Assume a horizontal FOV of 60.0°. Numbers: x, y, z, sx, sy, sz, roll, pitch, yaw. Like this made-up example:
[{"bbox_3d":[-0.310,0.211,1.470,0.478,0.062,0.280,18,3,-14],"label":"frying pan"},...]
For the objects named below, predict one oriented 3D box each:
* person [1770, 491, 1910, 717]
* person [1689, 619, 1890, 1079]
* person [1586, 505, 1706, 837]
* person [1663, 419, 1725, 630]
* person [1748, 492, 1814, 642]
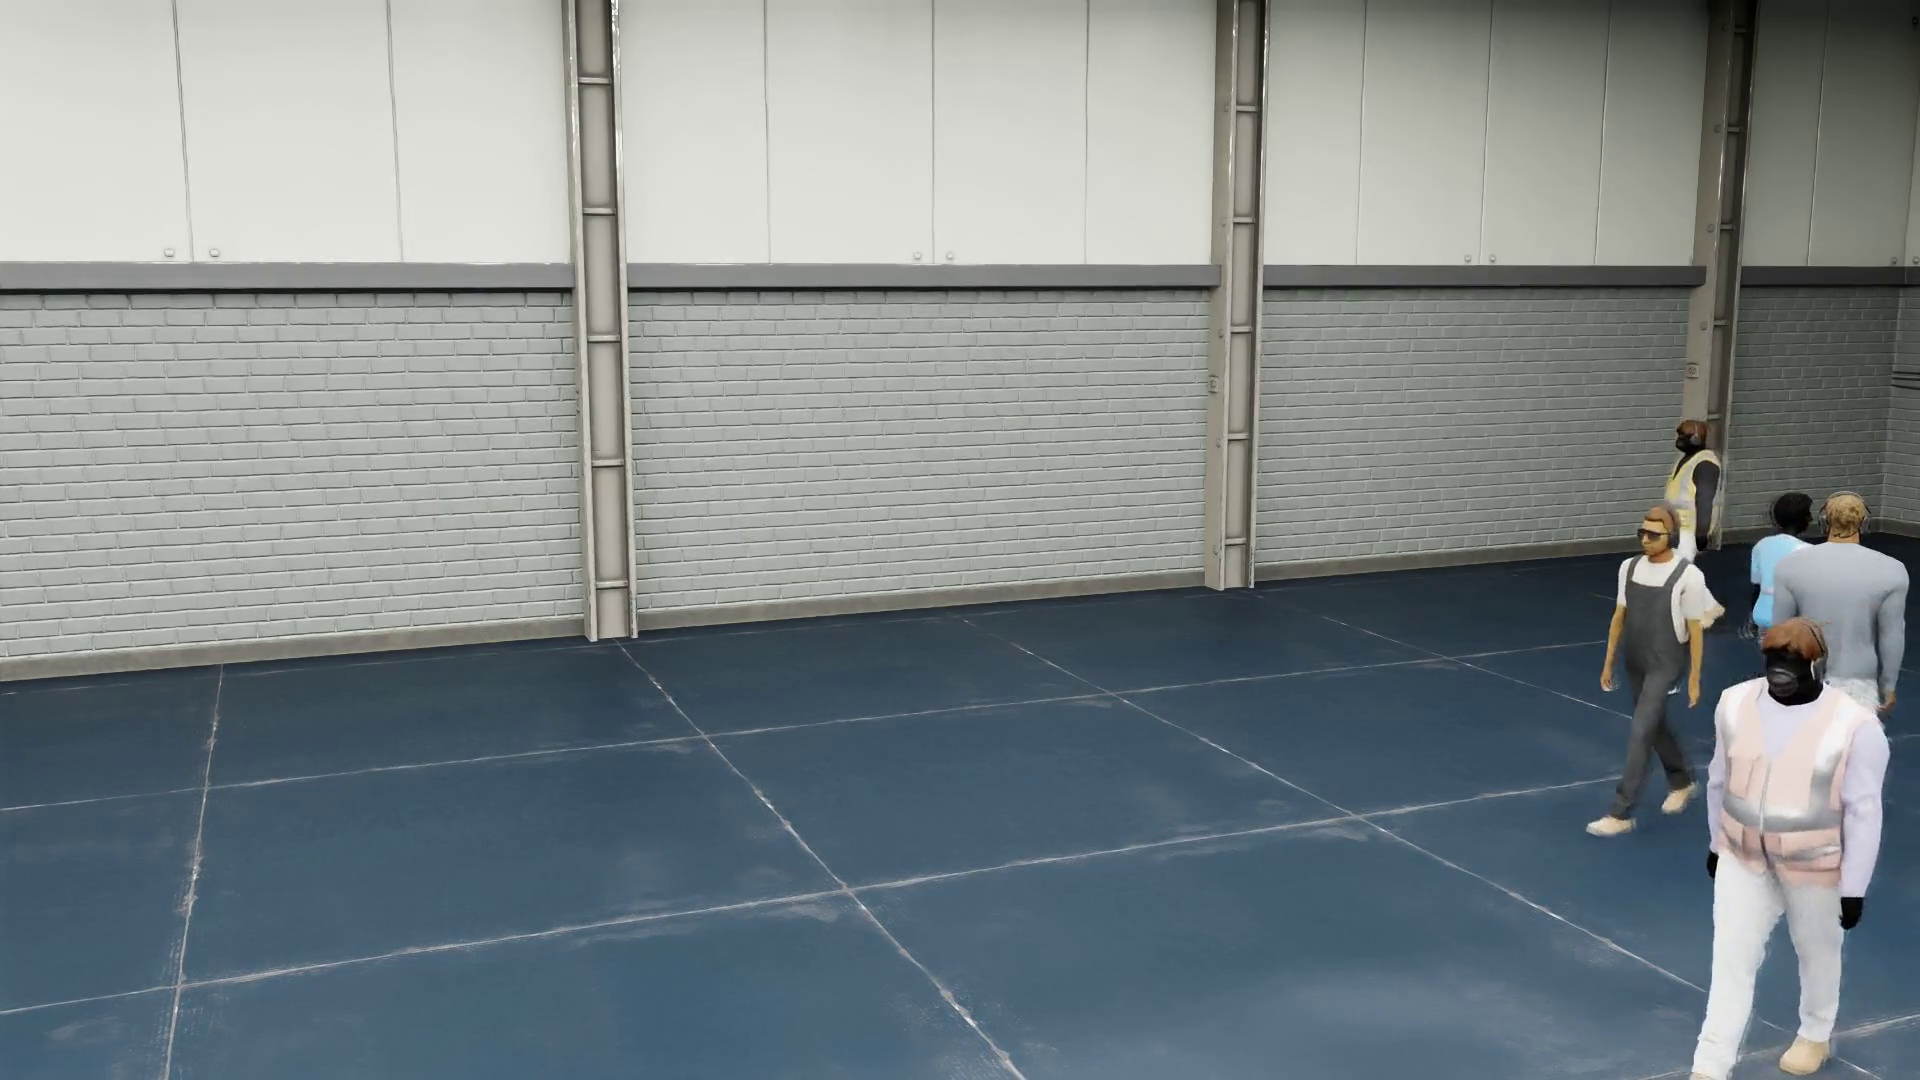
[{"bbox_3d":[4.519,0.710,8.613,0.626,1.934,0.358,7,11,36],"label":"person"},{"bbox_3d":[3.021,1.177,6.118,0.949,1.792,0.644,-8,12,-41],"label":"person"},{"bbox_3d":[3.839,0.688,9.154,0.943,1.808,0.521,-5,10,-28],"label":"person"},{"bbox_3d":[6.180,-0.109,14.071,0.458,1.823,0.646,1,9,8],"label":"person"},{"bbox_3d":[5.203,0.519,10.609,0.769,1.674,0.534,-2,9,-10],"label":"person"}]
